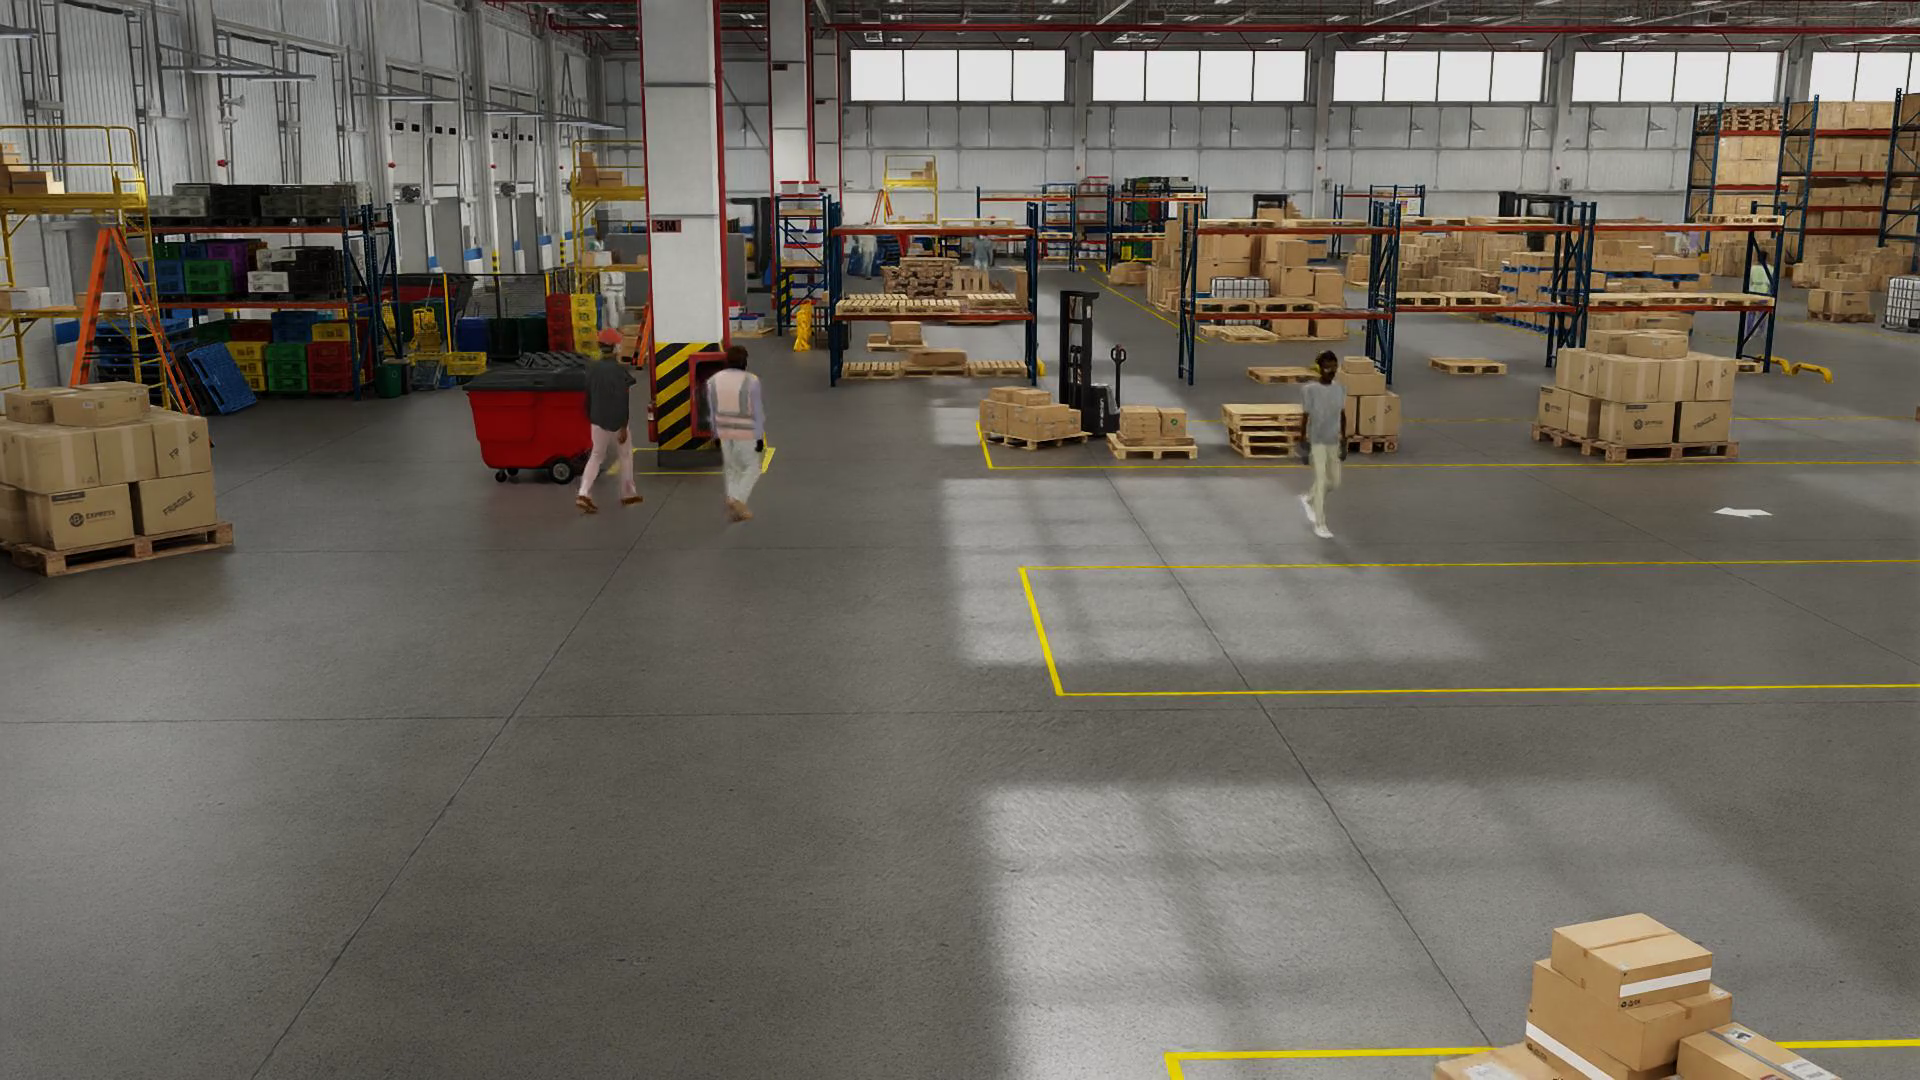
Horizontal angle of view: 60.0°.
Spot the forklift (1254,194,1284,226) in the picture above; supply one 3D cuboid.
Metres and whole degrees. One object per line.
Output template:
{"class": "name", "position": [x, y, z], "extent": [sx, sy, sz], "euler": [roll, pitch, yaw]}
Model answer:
{"class": "forklift", "position": [10.138, -9.988, 54.815], "extent": [1.129, 2.768, 1.873], "euler": [5, 13, 20]}

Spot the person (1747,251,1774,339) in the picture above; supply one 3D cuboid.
{"class": "person", "position": [17.225, -5.276, 35.825], "extent": [0.648, 1.876, 0.890], "euler": [7, 15, 30]}

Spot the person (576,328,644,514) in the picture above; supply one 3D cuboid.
{"class": "person", "position": [-3.743, -1.252, 17.515], "extent": [0.615, 1.956, 0.990], "euler": [6, 14, 25]}

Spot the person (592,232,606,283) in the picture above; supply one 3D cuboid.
{"class": "person", "position": [-11.635, -9.136, 53.855], "extent": [0.584, 1.618, 0.519], "euler": [10, 16, 37]}

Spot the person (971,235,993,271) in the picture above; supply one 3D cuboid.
{"class": "person", "position": [0.634, -8.198, 48.919], "extent": [0.644, 1.919, 0.500], "euler": [1, 13, 3]}

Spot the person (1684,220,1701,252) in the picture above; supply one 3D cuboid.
{"class": "person", "position": [25.375, -10.161, 57.782], "extent": [0.632, 1.923, 0.586], "euler": [-2, 13, -7]}

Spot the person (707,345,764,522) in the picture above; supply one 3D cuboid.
{"class": "person", "position": [-2.260, -1.073, 16.950], "extent": [0.651, 1.829, 0.447], "euler": [6, 14, 24]}

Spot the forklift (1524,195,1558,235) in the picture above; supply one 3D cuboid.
{"class": "forklift", "position": [18.548, -9.663, 53.347], "extent": [1.129, 2.768, 1.873], "euler": [-1, 13, -3]}

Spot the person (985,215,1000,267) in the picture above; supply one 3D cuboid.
{"class": "person", "position": [1.256, -11.297, 62.899], "extent": [0.566, 1.924, 0.498], "euler": [-2, 13, -8]}

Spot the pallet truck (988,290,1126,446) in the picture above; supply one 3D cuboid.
{"class": "pallet truck", "position": [1.257, -2.299, 22.111], "extent": [1.885, 1.965, 0.823], "euler": [-9, 15, -35]}

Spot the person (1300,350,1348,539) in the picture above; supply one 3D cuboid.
{"class": "person", "position": [3.572, -0.962, 16.407], "extent": [0.537, 1.851, 0.580], "euler": [-5, 13, -20]}

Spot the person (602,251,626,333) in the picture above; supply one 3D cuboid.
{"class": "person", "position": [-7.465, -5.304, 35.986], "extent": [0.583, 1.872, 0.438], "euler": [-10, 16, -37]}

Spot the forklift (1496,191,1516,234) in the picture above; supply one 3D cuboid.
{"class": "forklift", "position": [20.594, -11.778, 62.900], "extent": [1.873, 2.768, 1.129], "euler": [0, 12, -2]}

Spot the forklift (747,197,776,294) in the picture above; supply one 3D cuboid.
{"class": "forklift", "position": [-5.580, -8.610, 48.596], "extent": [1.873, 2.768, 1.129], "euler": [0, 12, -2]}

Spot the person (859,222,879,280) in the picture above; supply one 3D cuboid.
{"class": "person", "position": [-2.999, -9.549, 55.030], "extent": [0.633, 1.921, 0.530], "euler": [-9, 15, -34]}

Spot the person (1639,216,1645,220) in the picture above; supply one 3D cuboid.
{"class": "person", "position": [24.396, -10.618, 59.695], "extent": [0.539, 1.982, 0.634], "euler": [-12, 17, -42]}

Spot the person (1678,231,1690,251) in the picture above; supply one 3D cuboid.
{"class": "person", "position": [25.170, -9.985, 57.670], "extent": [0.544, 1.615, 0.671], "euler": [-1, 13, -6]}
